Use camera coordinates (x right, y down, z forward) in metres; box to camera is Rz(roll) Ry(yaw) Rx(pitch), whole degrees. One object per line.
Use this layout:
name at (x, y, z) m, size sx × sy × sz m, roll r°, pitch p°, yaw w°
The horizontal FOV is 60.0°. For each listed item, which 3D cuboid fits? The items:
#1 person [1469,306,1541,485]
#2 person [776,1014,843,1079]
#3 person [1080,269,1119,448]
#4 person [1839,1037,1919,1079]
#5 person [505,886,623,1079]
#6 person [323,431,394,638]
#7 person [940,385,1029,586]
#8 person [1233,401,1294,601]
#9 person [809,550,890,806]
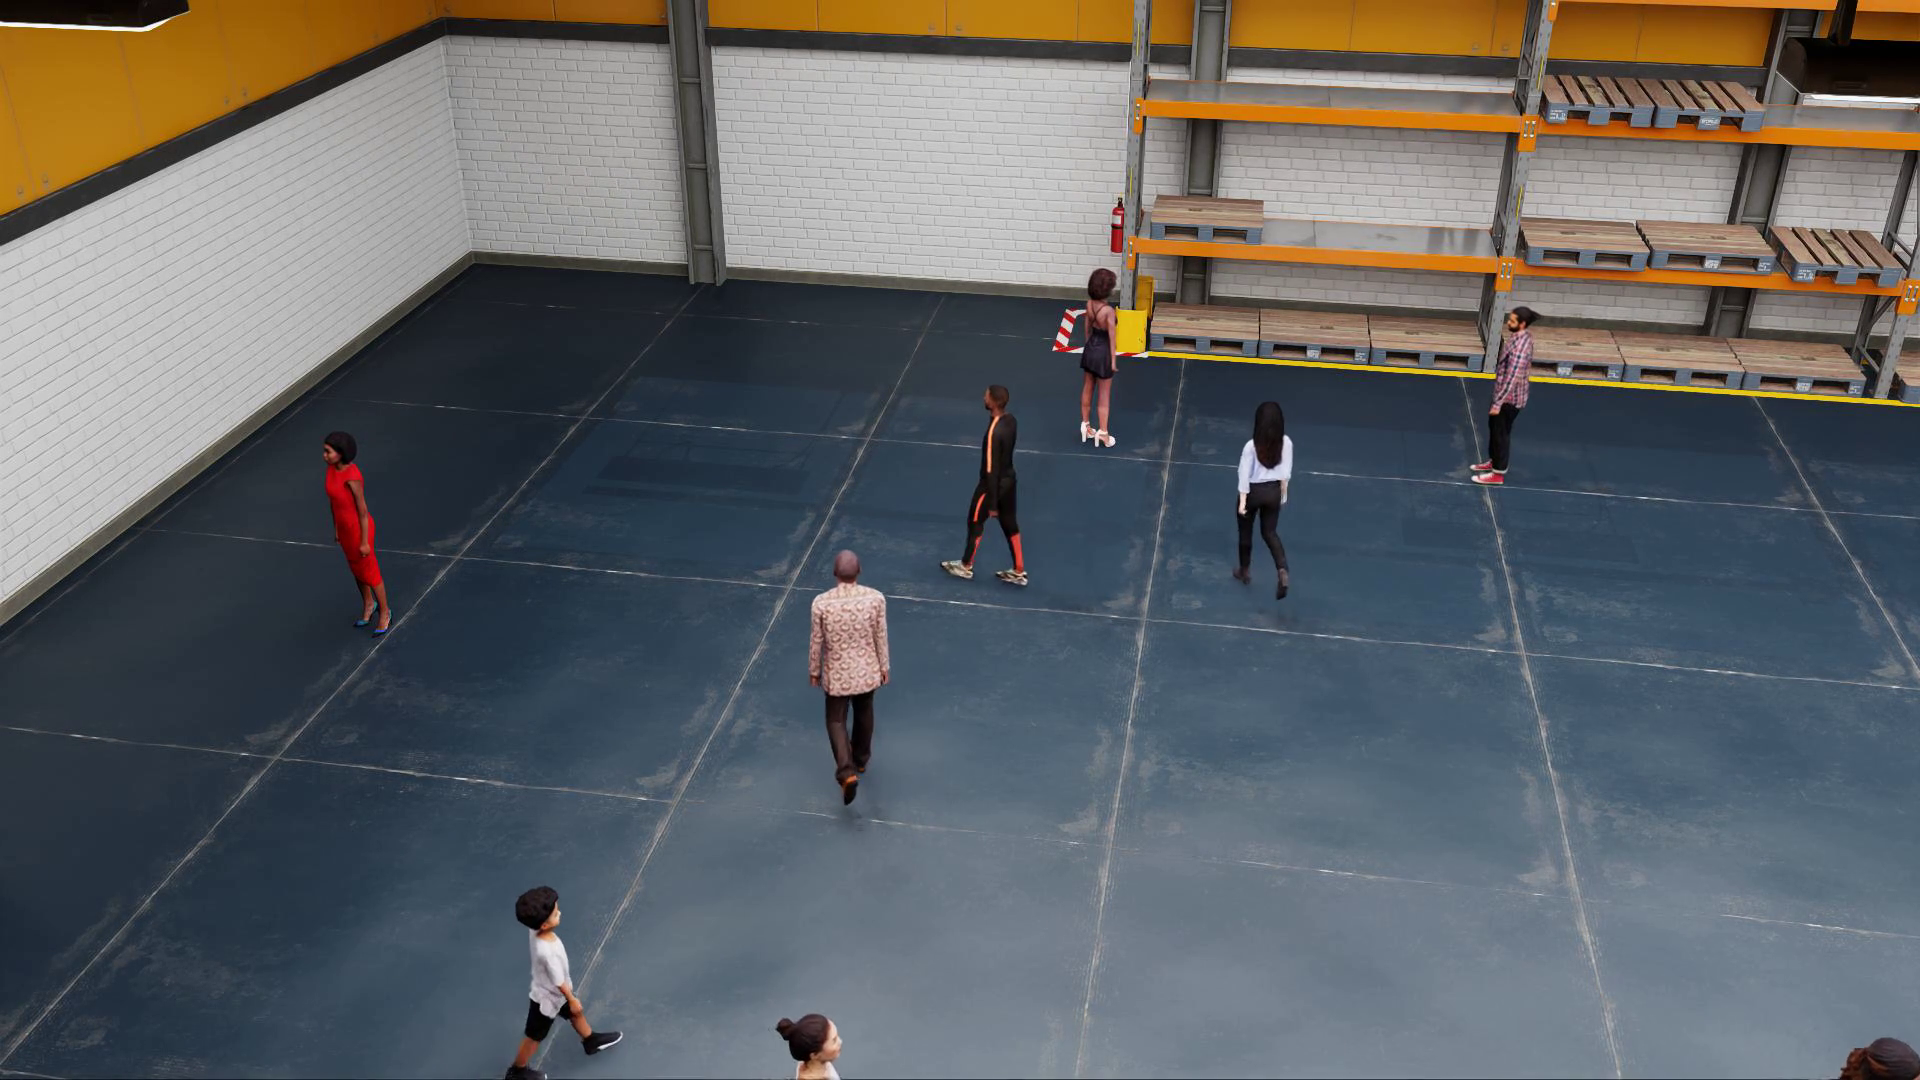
person at (5.135, -1.346, 15.454) m, size 0.656 × 1.753 × 0.746 m, roll 8°, pitch 30°, yaw 14°
person at (-0.759, 2.885, 7.883) m, size 1.129 × 1.575 × 0.753 m, roll -2°, pitch 29°, yaw -4°
person at (1.354, -1.769, 16.194) m, size 0.737 × 1.787 × 0.672 m, roll -20°, pitch 35°, yaw -32°
person at (3.981, 2.910, 7.713) m, size 0.978 × 1.694 × 1.018 m, roll -17°, pitch 33°, yaw -28°
person at (-2.290, 2.454, 9.031) m, size 0.949 × 1.232 × 0.779 m, roll -11°, pitch 30°, yaw -19°
person at (-4.750, -0.051, 13.090) m, size 0.603 × 1.743 × 0.714 m, roll 23°, pitch 36°, yaw 35°
person at (0.394, -0.411, 13.714) m, size 1.071 × 1.778 × 0.842 m, roll 13°, pitch 31°, yaw 23°
person at (2.492, -0.282, 13.534) m, size 1.070 × 1.723 × 1.017 m, roll -10°, pitch 30°, yaw -18°
person at (-0.728, 0.937, 11.233) m, size 1.095 × 1.787 × 1.031 m, roll -7°, pitch 29°, yaw -12°
